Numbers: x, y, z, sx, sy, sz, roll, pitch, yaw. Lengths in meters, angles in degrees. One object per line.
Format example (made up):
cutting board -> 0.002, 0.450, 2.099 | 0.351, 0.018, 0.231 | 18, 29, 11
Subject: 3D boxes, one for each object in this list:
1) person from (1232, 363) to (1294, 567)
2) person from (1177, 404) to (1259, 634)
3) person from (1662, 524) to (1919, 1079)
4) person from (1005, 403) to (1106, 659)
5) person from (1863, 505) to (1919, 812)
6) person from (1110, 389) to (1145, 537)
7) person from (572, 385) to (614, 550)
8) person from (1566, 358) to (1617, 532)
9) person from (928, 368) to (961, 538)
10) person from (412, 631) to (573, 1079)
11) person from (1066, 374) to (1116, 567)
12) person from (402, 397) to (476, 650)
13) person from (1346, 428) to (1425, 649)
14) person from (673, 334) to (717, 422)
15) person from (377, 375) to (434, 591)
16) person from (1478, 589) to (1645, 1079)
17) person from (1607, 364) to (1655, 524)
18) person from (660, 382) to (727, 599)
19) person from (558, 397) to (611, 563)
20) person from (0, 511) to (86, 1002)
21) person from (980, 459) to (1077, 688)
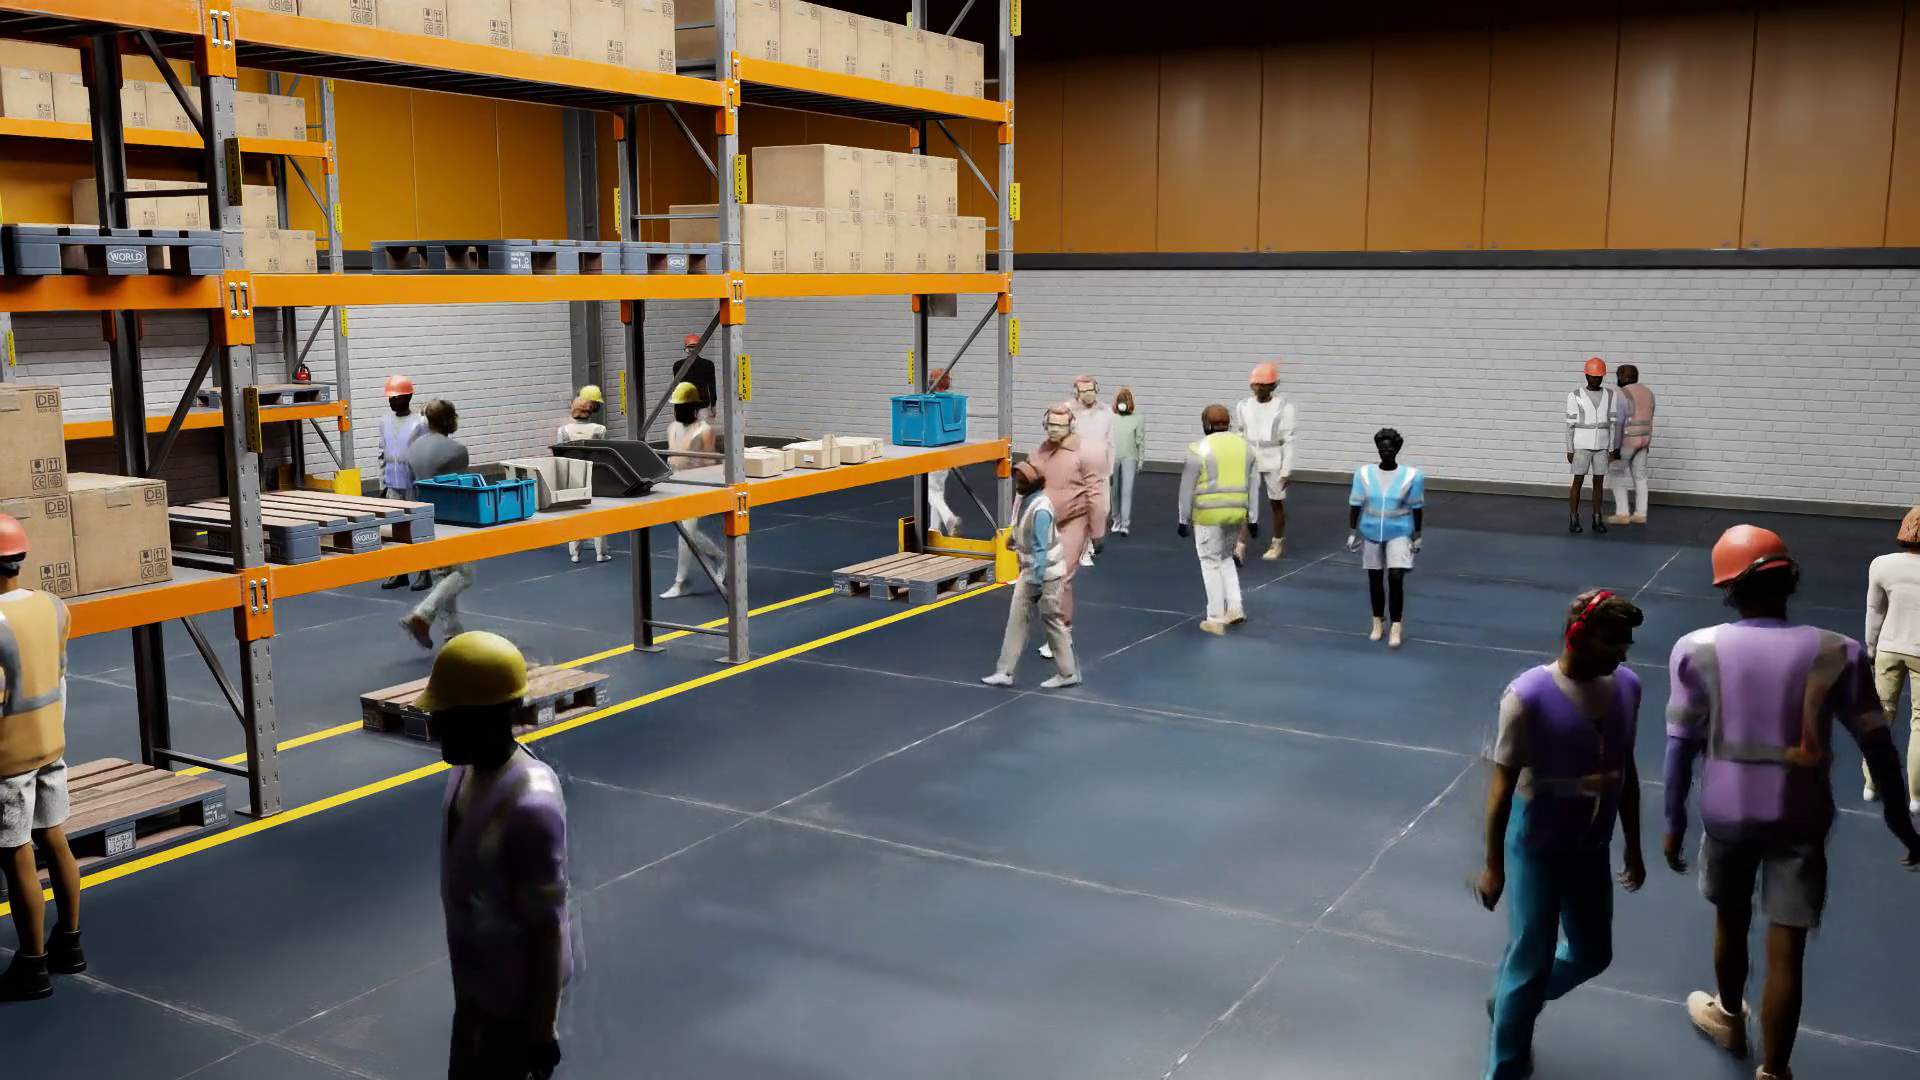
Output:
person -> 2.922, -0.723, 16.115 | 0.620, 1.971, 1.115 | 6, 11, 33
person -> 2.043, -0.164, 13.171 | 0.632, 1.815, 0.452 | -4, 10, -26
person -> 2.805, 0.962, 5.664 | 0.794, 1.981, 0.935 | 5, 11, 30
person -> 0.695, -0.062, 12.252 | 0.602, 1.888, 0.673 | -8, 12, -42
person -> 5.053, 0.623, 8.828 | 0.277, 1.629, 0.496 | -7, 11, -36
person -> 1.734, -0.830, 18.007 | 0.515, 1.590, 0.870 | 2, 9, 11
person -> -3.998, -0.730, 17.024 | 0.781, 1.721, 0.532 | -1, 9, -7
person -> 6.926, -1.034, 18.244 | 0.538, 1.930, 0.378 | 0, 9, 2
person -> -0.197, -0.873, 17.432 | 0.589, 1.863, 0.740 | -6, 11, -31
person -> -1.197, 1.170, 4.510 | 0.617, 1.914, 0.600 | -6, 11, -31
person -> 1.214, -0.680, 16.195 | 0.656, 1.882, 0.503 | -3, 10, -20
person -> -3.892, -0.103, 12.427 | 0.642, 1.927, 0.647 | 7, 12, 38
person -> 3.219, -0.013, 12.644 | 0.549, 1.668, 0.675 | 4, 10, 26
person -> -3.741, -1.903, 23.448 | 0.622, 1.989, 0.402 | -3, 10, -20
person -> -4.978, -0.508, 14.910 | 0.551, 1.936, 0.356 | 3, 9, 16
person -> 2.003, 1.039, 5.663 | 0.647, 1.813, 0.570 | -5, 10, -27
person -> 7.620, -1.086, 18.911 | 0.658, 1.821, 0.434 | -5, 10, -27
person -> -2.337, -0.458, 14.724 | 0.594, 1.904, 0.817 | 8, 12, 42
person -> -3.672, -0.581, 16.299 | 0.511, 1.639, 0.308 | 0, 9, -3
person -> -3.712, 0.836, 6.520 | 0.352, 1.940, 0.545 | 1, 9, 5
person -> 0.477, 0.248, 11.215 | 0.764, 1.593, 0.536 | -3, 10, -17
